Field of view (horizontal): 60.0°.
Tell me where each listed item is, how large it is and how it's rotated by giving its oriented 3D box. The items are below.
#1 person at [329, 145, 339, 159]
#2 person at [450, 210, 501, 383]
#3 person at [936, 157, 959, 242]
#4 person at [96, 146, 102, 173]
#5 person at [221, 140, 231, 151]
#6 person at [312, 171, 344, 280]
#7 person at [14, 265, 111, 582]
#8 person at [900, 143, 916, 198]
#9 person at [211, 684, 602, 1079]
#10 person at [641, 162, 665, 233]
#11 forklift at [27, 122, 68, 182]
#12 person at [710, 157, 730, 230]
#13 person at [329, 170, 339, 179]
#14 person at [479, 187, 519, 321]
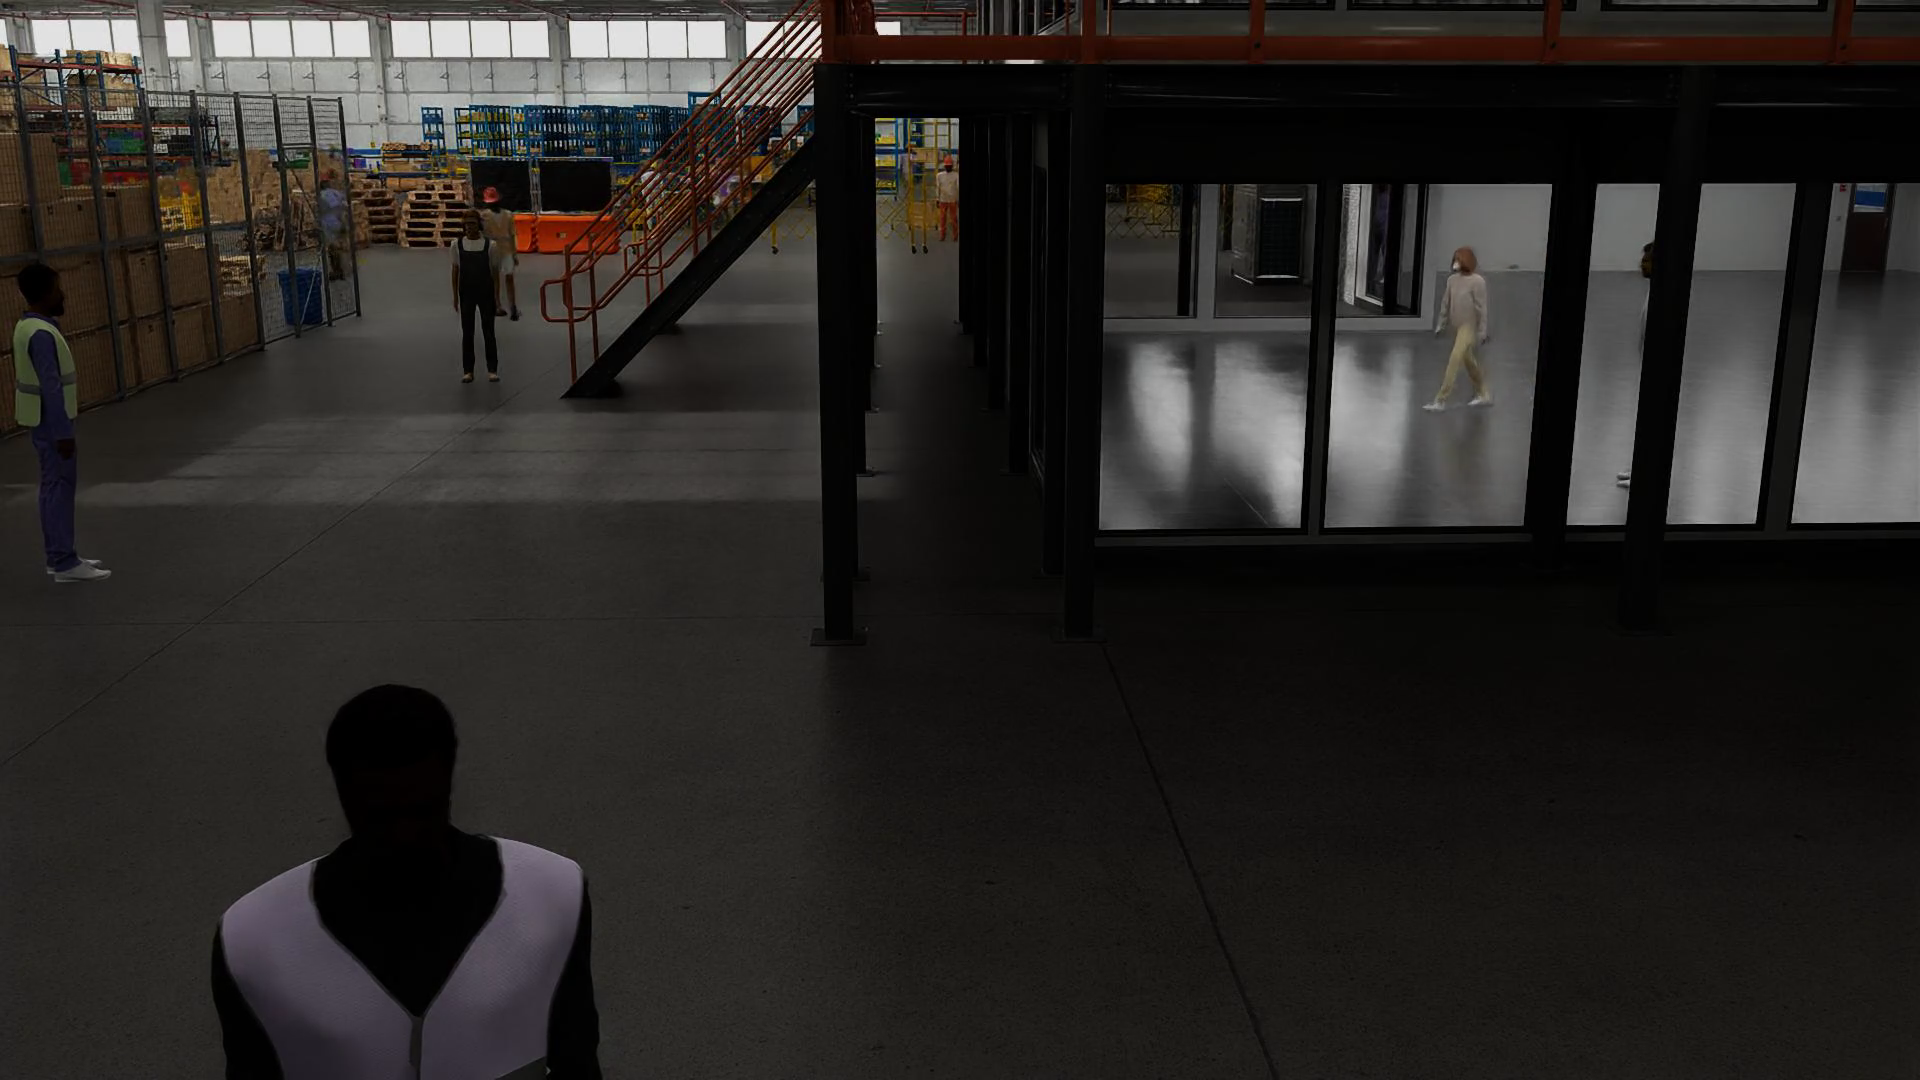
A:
[{"bbox_3d":[-27.804,-16.590,73.803,0.417,1.818,0.594,3,14,11],"label":"person"},{"bbox_3d":[-5.197,-2.617,17.891,0.505,1.846,0.346,-3,14,-13],"label":"person"},{"bbox_3d":[-0.264,-8.006,39.167,0.605,1.986,0.414,2,14,9],"label":"person"},{"bbox_3d":[-28.985,-12.238,55.945,0.378,2.044,0.607,-12,18,-39],"label":"person"},{"bbox_3d":[-36.547,-18.908,82.796,0.837,1.943,0.732,11,18,38],"label":"person"},{"bbox_3d":[-11.328,-5.608,29.694,0.657,1.913,0.546,4,15,17],"label":"person"},{"bbox_3d":[-5.499,-0.699,10.078,0.378,1.917,0.598,-10,17,-34],"label":"person"},{"bbox_3d":[-1.961,-13.785,62.162,0.631,2.023,0.430,-3,14,-13],"label":"person"},{"bbox_3d":[-0.886,1.132,2.792,0.586,1.910,0.395,-6,15,-21],"label":"person"},{"bbox_3d":[-7.823,-8.774,42.526,0.587,1.834,0.403,2,14,6],"label":"person"},{"bbox_3d":[-35.376,-14.773,64.377,1.129,2.768,1.873,-1,14,-2],"label":"forklift"},{"bbox_3d":[-6.304,-9.124,43.787,0.551,1.909,0.848,1,14,5],"label":"person"},{"bbox_3d":[-15.939,-8.677,42.618,0.530,1.585,0.843,9,17,33],"label":"person"},{"bbox_3d":[-6.579,-4.079,23.694,0.568,1.883,0.979,-8,16,-28],"label":"person"}]
